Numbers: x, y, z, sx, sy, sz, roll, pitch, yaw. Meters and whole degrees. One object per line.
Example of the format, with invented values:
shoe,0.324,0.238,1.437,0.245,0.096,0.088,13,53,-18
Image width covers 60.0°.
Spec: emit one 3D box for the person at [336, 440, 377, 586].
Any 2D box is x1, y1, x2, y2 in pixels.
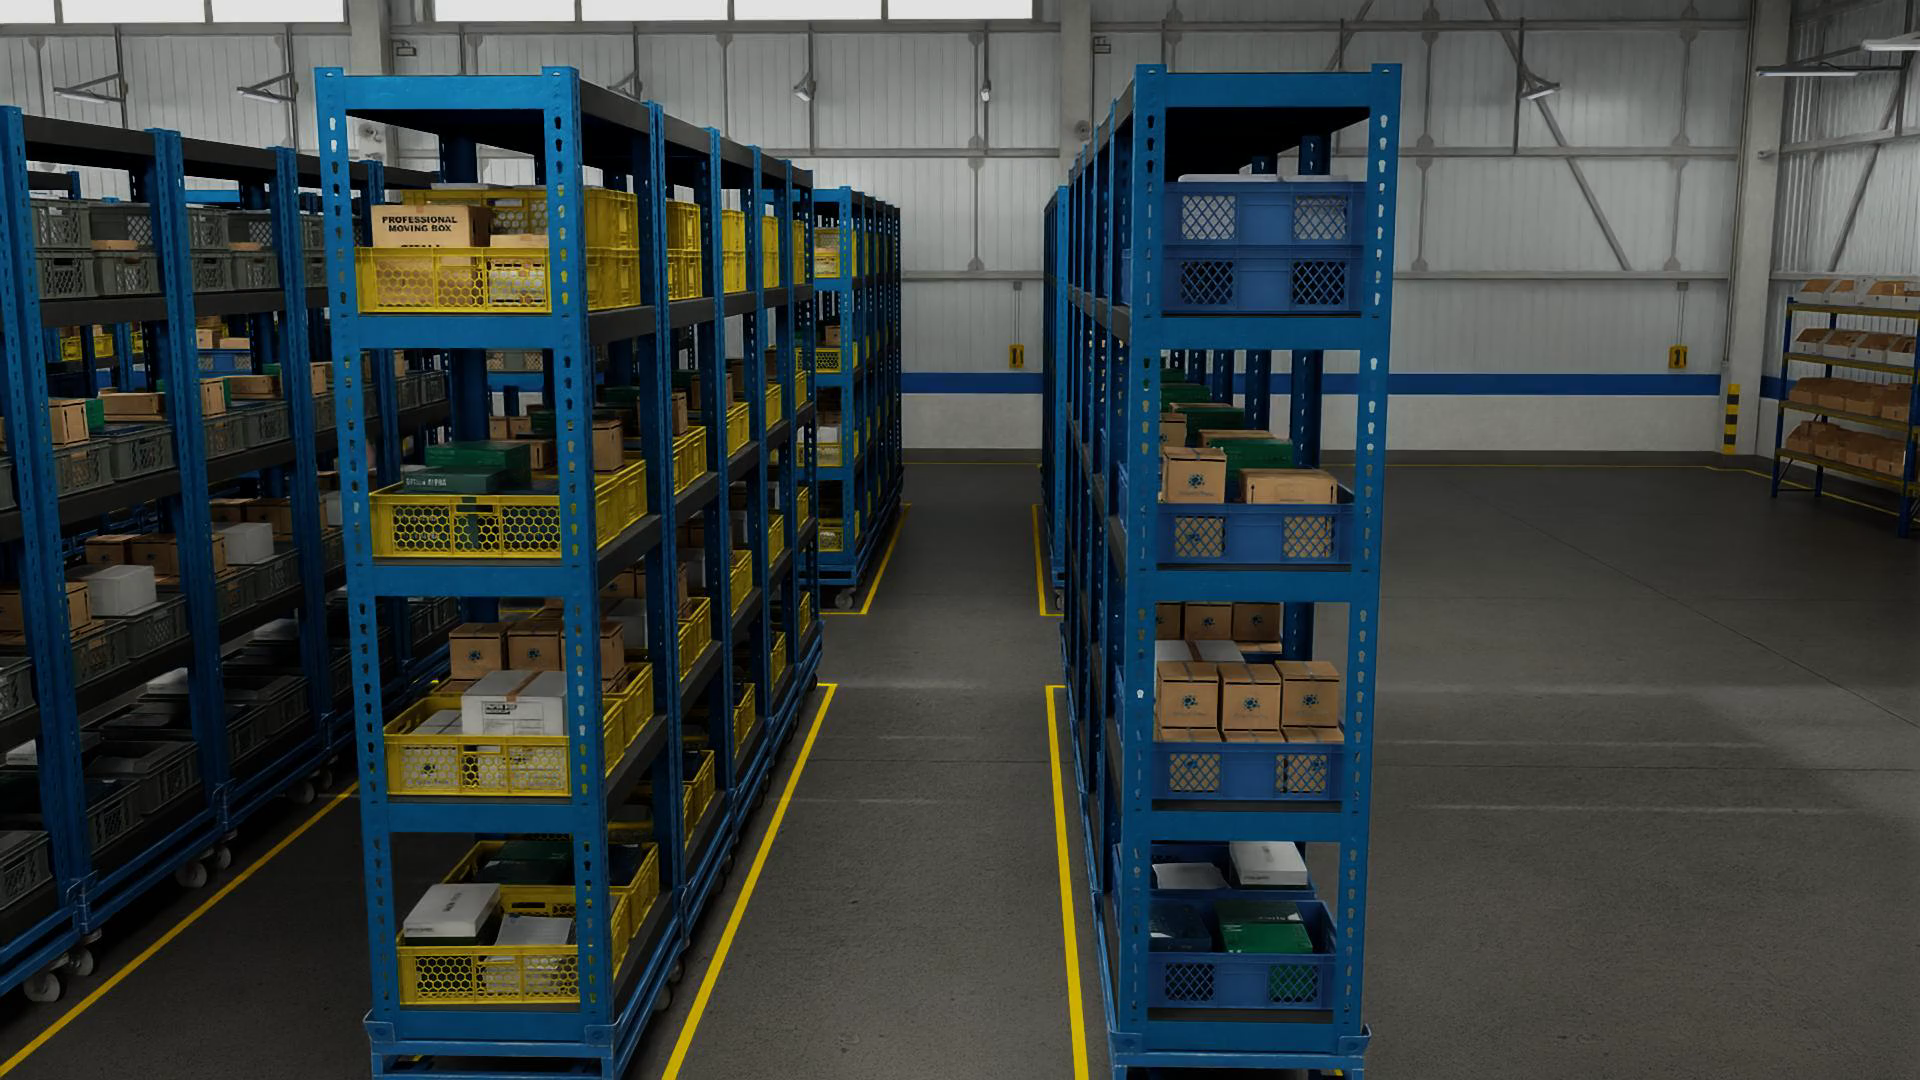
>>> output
person,-4.651,-0.129,12.805,0.559,1.984,0.637,-4,10,-21
